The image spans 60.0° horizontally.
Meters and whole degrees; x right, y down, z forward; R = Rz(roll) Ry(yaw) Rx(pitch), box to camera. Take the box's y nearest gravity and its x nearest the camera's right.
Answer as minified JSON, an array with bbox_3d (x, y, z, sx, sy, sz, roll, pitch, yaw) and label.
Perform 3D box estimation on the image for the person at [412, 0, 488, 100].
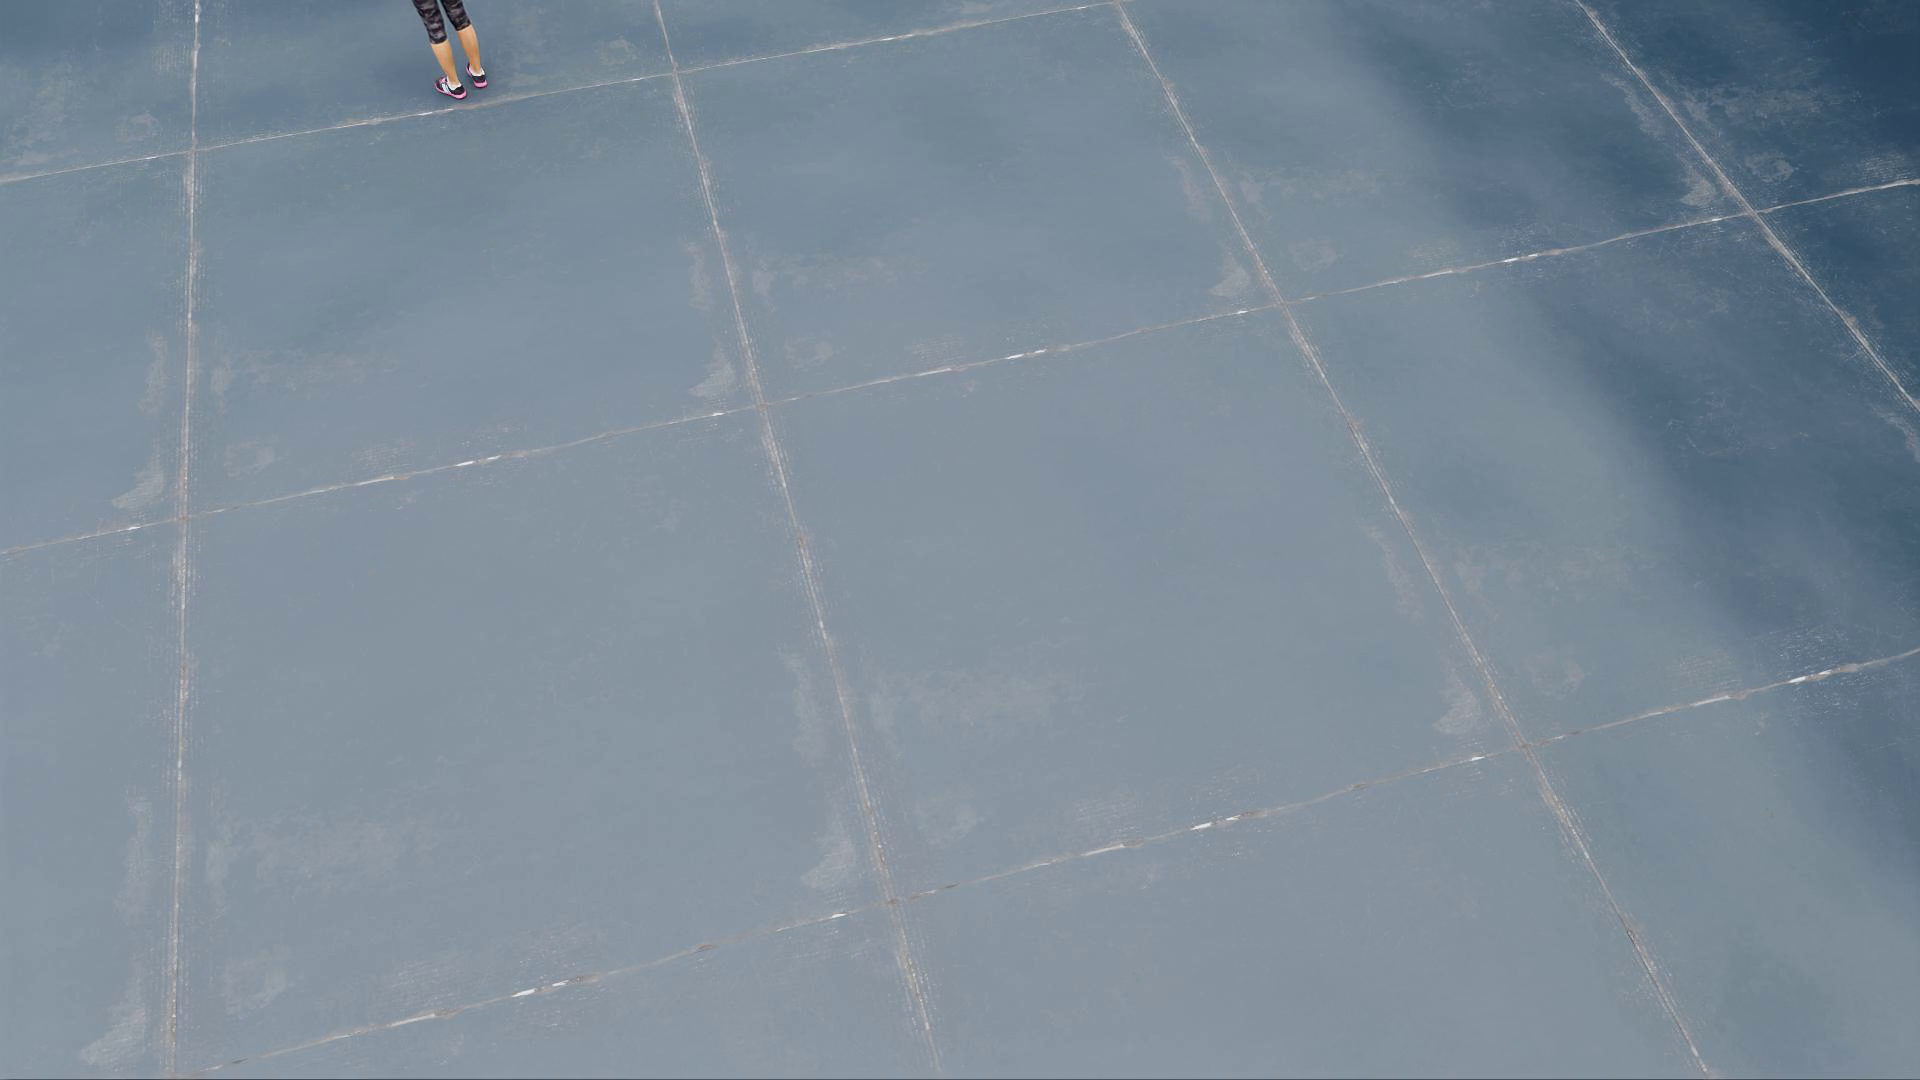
[{"bbox_3d":[-3.195,-3.441,9.970,0.654,1.728,0.663,-34,60,-24],"label":"person"}]
